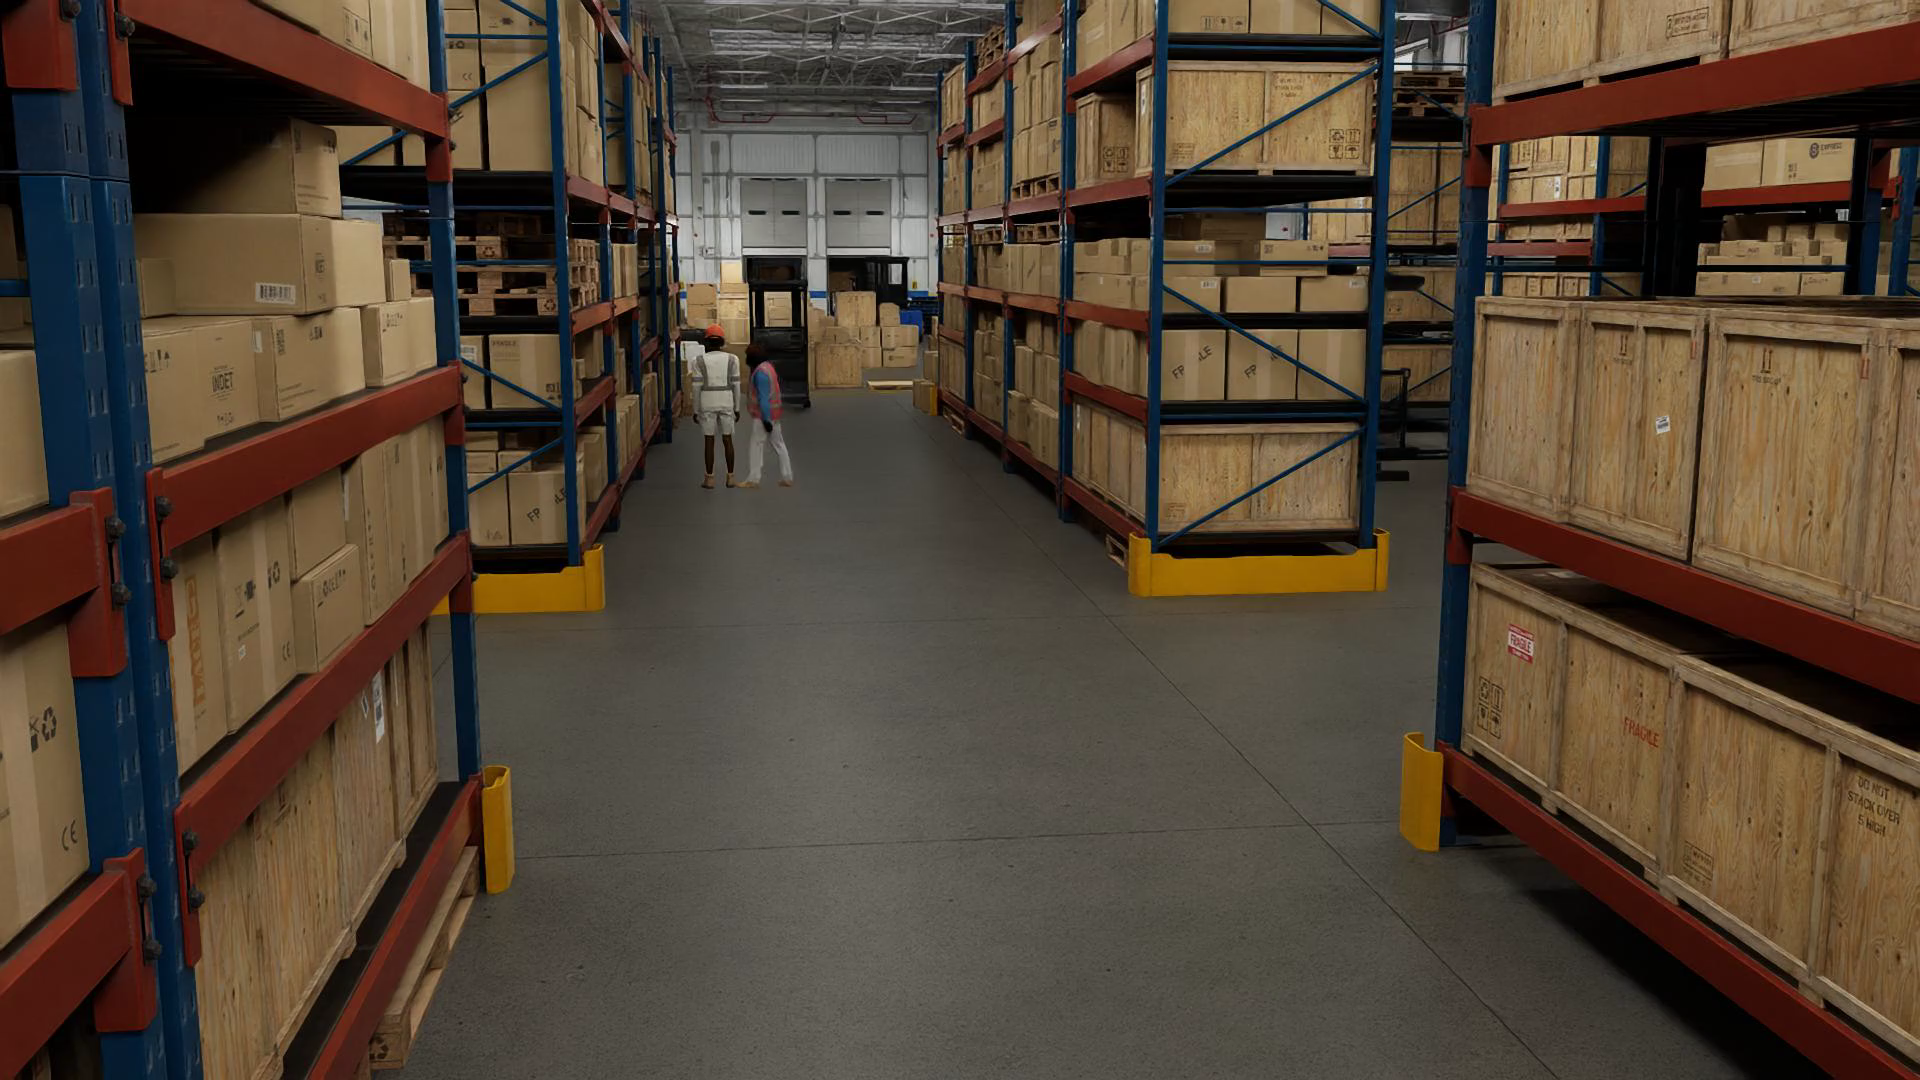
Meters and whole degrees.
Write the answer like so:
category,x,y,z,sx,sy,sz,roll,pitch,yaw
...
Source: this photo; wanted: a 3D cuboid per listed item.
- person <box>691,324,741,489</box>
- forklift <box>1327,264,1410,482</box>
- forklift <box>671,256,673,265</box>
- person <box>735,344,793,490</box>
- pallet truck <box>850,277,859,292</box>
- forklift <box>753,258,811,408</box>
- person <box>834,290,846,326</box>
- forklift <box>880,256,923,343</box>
category,x,y,z,sx,sy,sz,roll,pitch,yaw
person,-3.022,-1.650,20.608,0.607,2.044,0.377,-3,10,-18
forklift,4.686,-2.173,21.217,1.873,2.768,1.129,-1,10,-7
forklift,-11.189,-9.344,62.964,1.129,2.768,1.873,-1,10,-7
person,-2.408,-1.520,20.607,0.680,1.806,0.654,1,10,5
pallet truck,-3.782,-9.391,65.808,1.885,1.965,0.823,2,10,10
forklift,-3.455,-3.966,31.657,1.129,2.768,1.873,-1,10,-7
person,-3.171,-5.859,45.471,0.587,1.920,0.392,-4,11,-24
forklift,-2.114,-7.817,54.072,1.129,2.768,1.873,-6,12,-33
